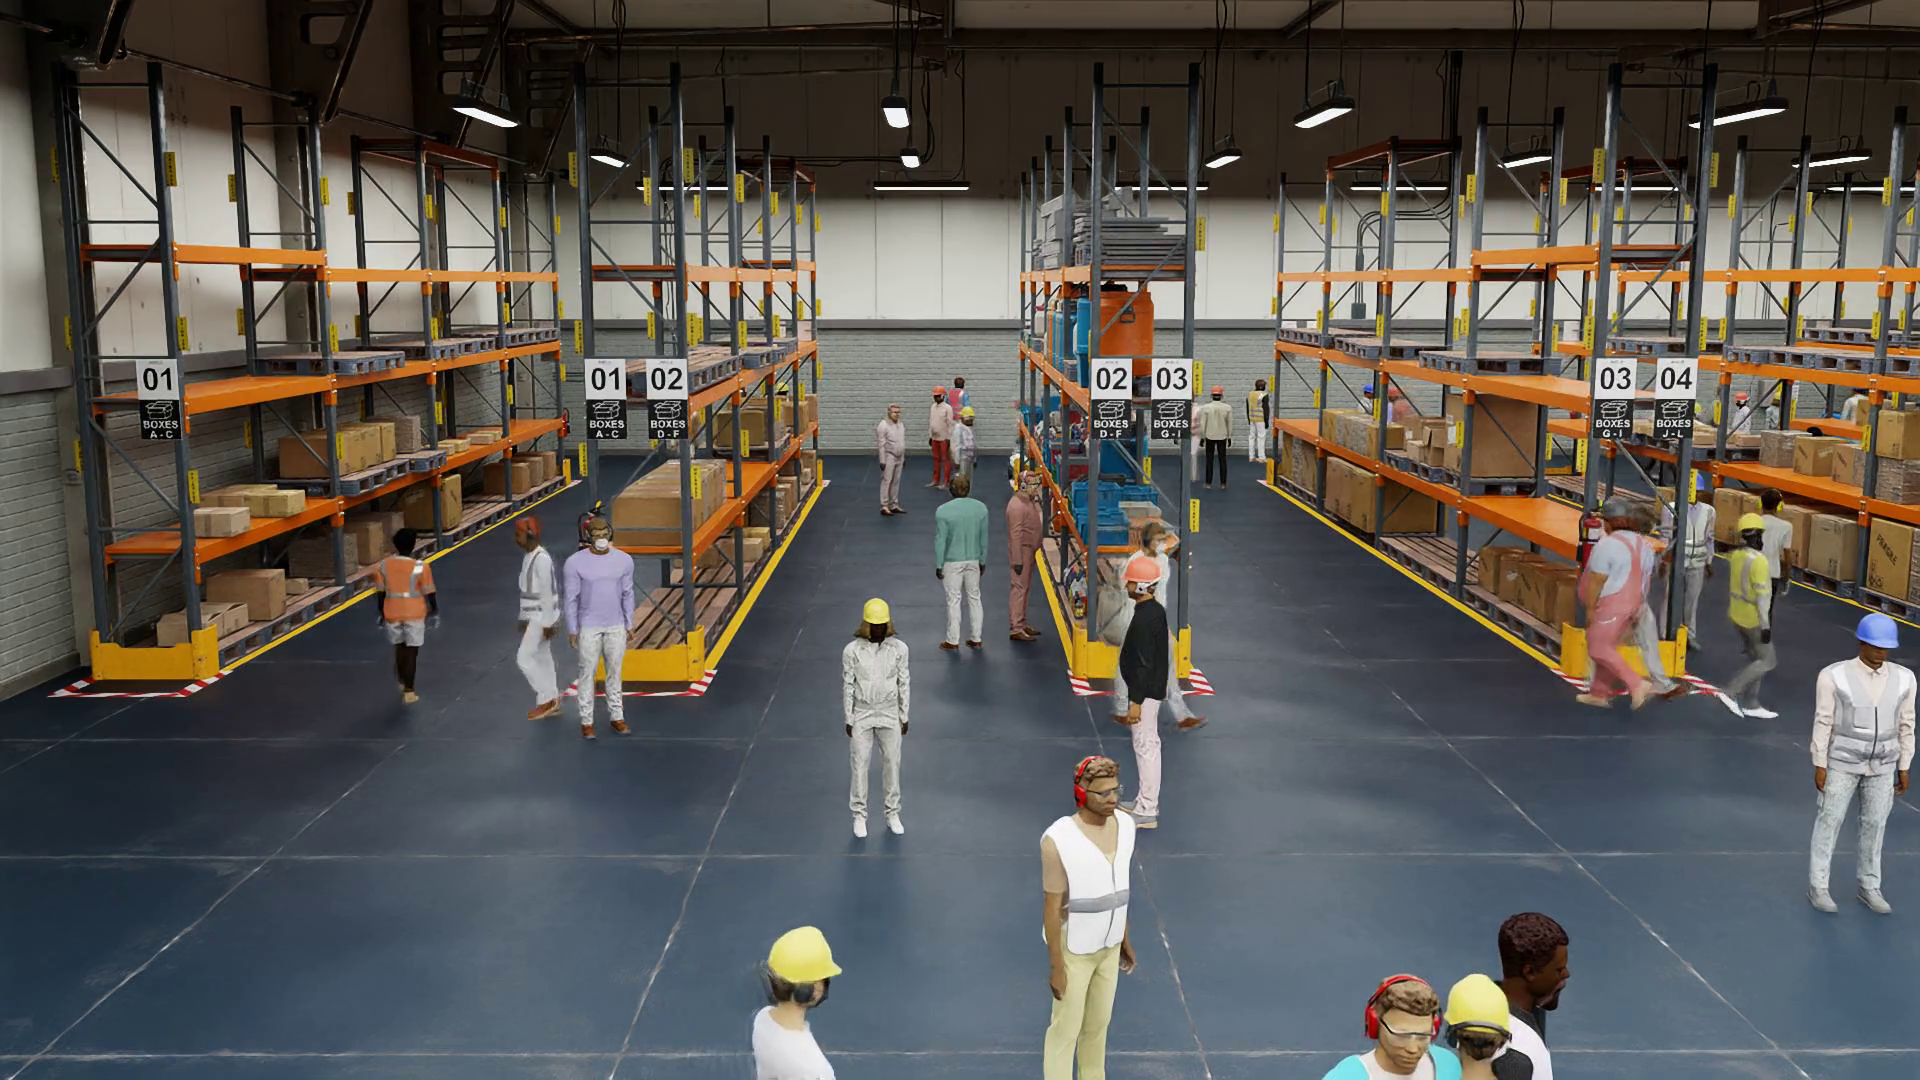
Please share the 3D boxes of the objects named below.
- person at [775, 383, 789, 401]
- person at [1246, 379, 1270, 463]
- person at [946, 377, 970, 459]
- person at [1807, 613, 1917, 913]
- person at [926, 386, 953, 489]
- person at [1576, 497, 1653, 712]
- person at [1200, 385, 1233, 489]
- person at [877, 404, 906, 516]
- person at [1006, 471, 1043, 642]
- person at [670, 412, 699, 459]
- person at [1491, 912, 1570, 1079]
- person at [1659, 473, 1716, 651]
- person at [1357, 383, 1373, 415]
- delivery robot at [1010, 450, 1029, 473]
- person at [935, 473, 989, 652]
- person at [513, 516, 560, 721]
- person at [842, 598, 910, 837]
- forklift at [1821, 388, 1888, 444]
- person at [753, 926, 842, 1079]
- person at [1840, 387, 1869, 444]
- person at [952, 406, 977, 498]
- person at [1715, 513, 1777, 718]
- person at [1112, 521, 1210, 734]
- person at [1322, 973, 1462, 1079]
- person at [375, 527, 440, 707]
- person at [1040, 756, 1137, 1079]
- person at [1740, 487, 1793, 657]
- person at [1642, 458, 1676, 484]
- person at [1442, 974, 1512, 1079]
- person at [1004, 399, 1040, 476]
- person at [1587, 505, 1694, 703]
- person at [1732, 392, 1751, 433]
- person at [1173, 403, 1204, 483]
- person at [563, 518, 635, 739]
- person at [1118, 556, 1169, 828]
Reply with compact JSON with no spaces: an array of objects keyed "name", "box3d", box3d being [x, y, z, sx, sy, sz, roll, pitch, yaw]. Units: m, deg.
[{"name":"person","box3d":[-3.603,-2.274,34.169,0.390,1.918,0.584,0,9,0]},{"name":"person","box3d":[6.590,-2.624,36.663,0.430,1.845,0.624,-6,11,-33]},{"name":"person","box3d":[-0.012,-2.729,37.338,0.621,1.845,0.429,7,11,38]},{"name":"person","box3d":[5.678,1.403,10.467,0.603,1.938,0.426,1,9,5]},{"name":"person","box3d":[-0.385,-1.970,31.959,0.379,1.996,0.609,-8,12,-42]},{"name":"person","box3d":[6.083,0.592,15.335,0.688,2.000,0.767,-7,11,-38]},{"name":"person","box3d":[4.929,-1.979,32.023,0.623,1.992,0.391,0,9,0]},{"name":"person","box3d":[-1.136,-1.375,28.430,0.400,1.905,0.645,6,11,36]},{"name":"person","box3d":[0.728,0.171,18.504,0.399,1.902,0.641,2,9,13]},{"name":"person","box3d":[-5.222,-1.881,31.722,0.537,1.900,0.939,0,9,1]},{"name":"person","box3d":[1.818,2.169,5.619,0.384,1.910,0.588,3,9,16]},{"name":"person","box3d":[7.825,0.234,17.934,0.602,1.949,0.391,0,9,0]},{"name":"person","box3d":[8.196,-2.194,33.556,0.384,1.949,0.605,5,10,31]},{"name":"delivery robot","box3d":[1.210,-1.576,33.741,0.477,0.478,0.707,0,9,-3]},{"name":"person","box3d":[0.016,0.242,17.956,0.629,1.932,0.378,-5,10,-27]},{"name":"person","box3d":[-3.869,0.715,15.095,0.491,1.868,0.578,-4,10,-22]},{"name":"person","box3d":[-0.595,1.270,11.946,0.484,1.738,0.320,-2,9,-11]},{"name":"forklift","box3d":[20.072,-3.110,36.462,1.873,2.768,1.129,0,9,0]},{"name":"person","box3d":[-0.603,2.209,5.818,0.487,1.750,0.544,-4,10,-26]},{"name":"person","box3d":[18.622,-2.367,34.770,0.645,1.910,0.907,-2,9,-14]},{"name":"person","box3d":[0.090,-1.422,28.975,0.404,1.827,0.602,5,10,28]},{"name":"person","box3d":[7.201,0.704,15.085,0.517,1.888,0.629,1,9,5]},{"name":"person","box3d":[1.721,0.783,14.569,0.990,1.888,0.661,8,12,41]},{"name":"person","box3d":[1.351,2.248,5.322,0.564,1.841,0.391,-5,10,-29]},{"name":"person","box3d":[-5.190,0.706,15.751,0.558,1.671,0.661,1,9,6]},{"name":"person","box3d":[0.584,1.881,7.663,0.563,1.847,0.393,-9,12,-44]},{"name":"person","box3d":[8.389,0.370,17.369,0.544,1.850,0.530,5,10,29]},{"name":"person","box3d":[14.015,-2.061,32.948,0.957,1.872,0.543,6,11,34]},{"name":"person","box3d":[1.644,2.277,5.432,0.533,1.754,0.340,0,9,0]},{"name":"person","box3d":[1.353,-2.085,33.958,0.823,1.603,0.559,0,9,-3]},{"name":"person","box3d":[6.419,0.612,15.686,1.008,1.886,0.656,-1,9,-4]},{"name":"person","box3d":[15.826,-2.127,33.750,0.337,1.747,0.573,1,9,7]},{"name":"person","box3d":[4.498,-2.032,32.946,0.638,1.812,0.702,3,9,21]},{"name":"person","box3d":[-3.138,0.763,14.564,0.630,1.940,0.372,-5,10,-30]},{"name":"person","box3d":[1.334,1.106,12.177,0.380,1.995,0.611,2,9,12]}]
